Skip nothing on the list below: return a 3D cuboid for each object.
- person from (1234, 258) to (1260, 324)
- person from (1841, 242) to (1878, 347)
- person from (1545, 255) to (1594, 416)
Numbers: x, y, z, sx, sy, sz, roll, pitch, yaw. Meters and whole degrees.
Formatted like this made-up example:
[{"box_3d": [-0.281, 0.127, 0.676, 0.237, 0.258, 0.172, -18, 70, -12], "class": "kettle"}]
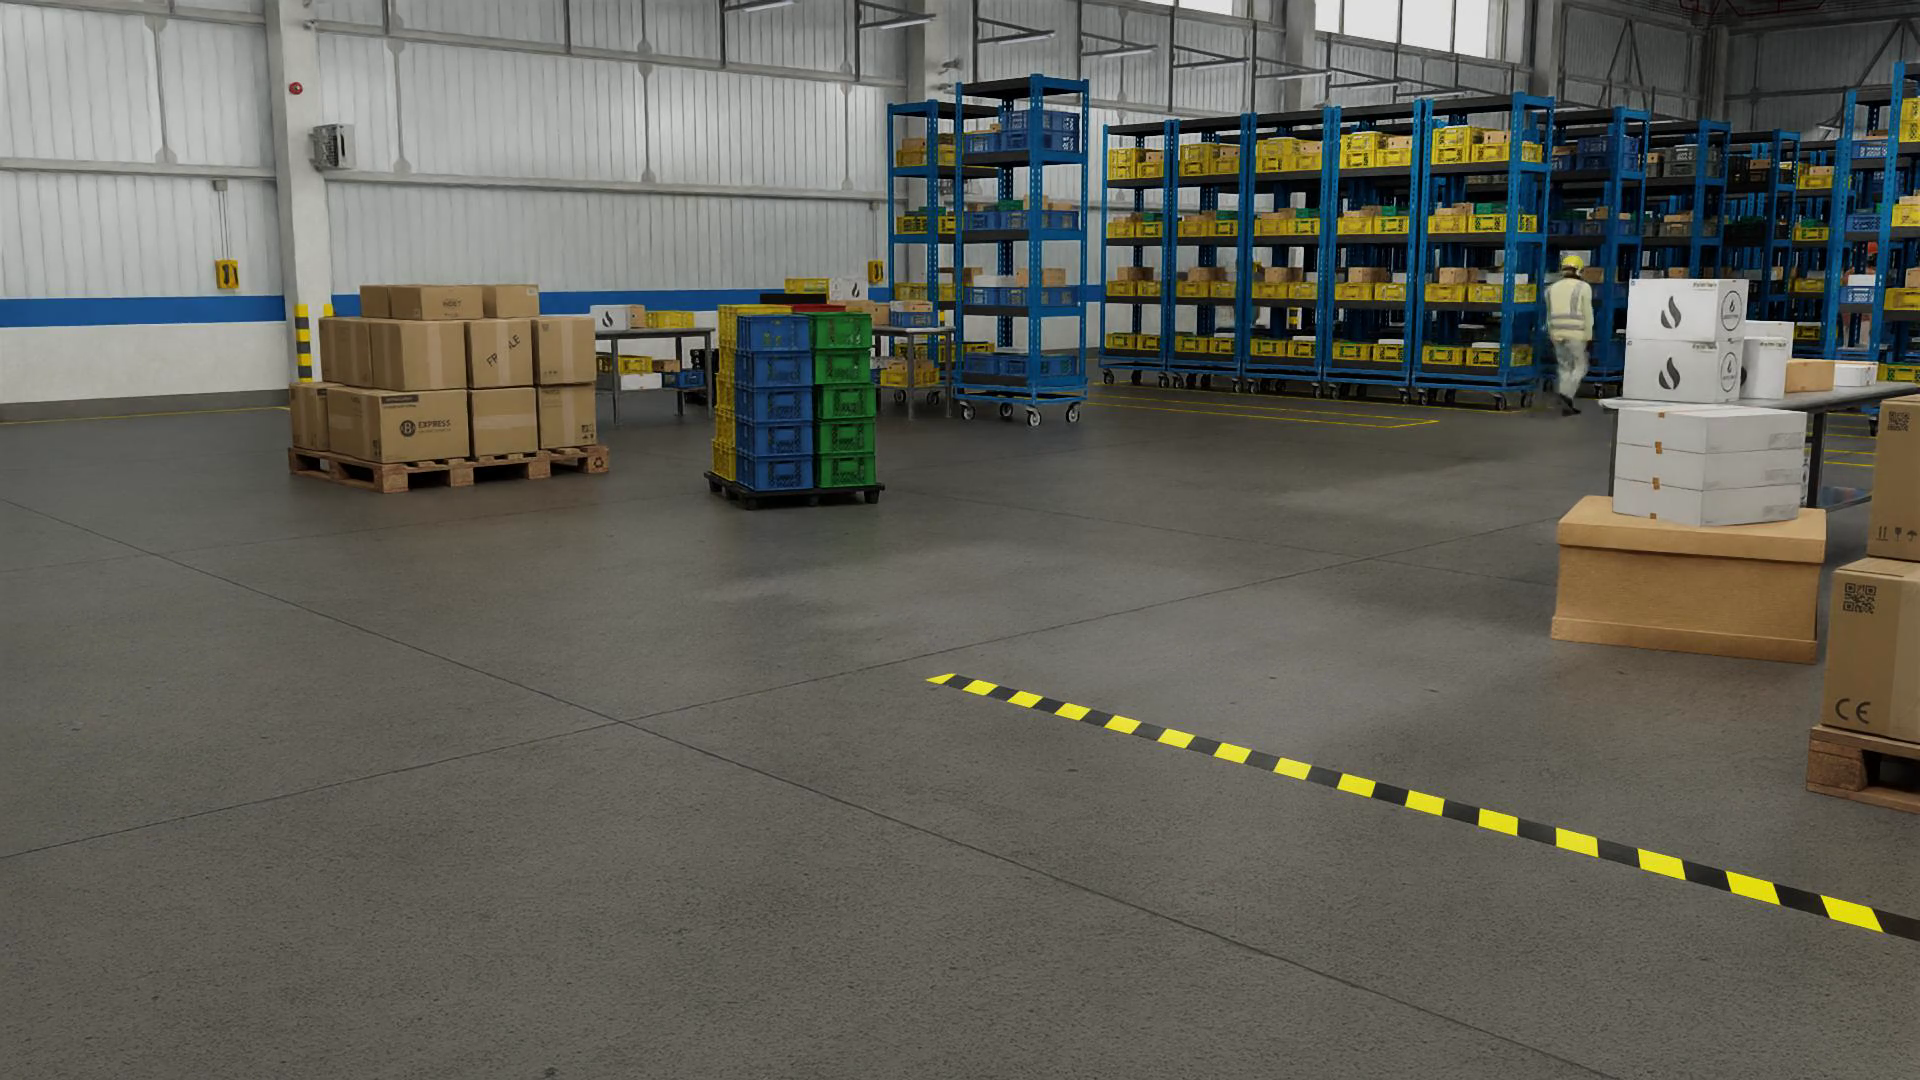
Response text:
[{"box_3d": [5.017, -4.075, 29.295, 0.558, 1.830, 0.564, -9, 13, -42], "class": "person"}, {"box_3d": [11.168, -2.720, 20.628, 0.381, 1.994, 0.617, -1, 10, -6], "class": "person"}, {"box_3d": [6.778, -2.269, 18.528, 0.511, 1.799, 0.622, -7, 12, -35], "class": "person"}]
